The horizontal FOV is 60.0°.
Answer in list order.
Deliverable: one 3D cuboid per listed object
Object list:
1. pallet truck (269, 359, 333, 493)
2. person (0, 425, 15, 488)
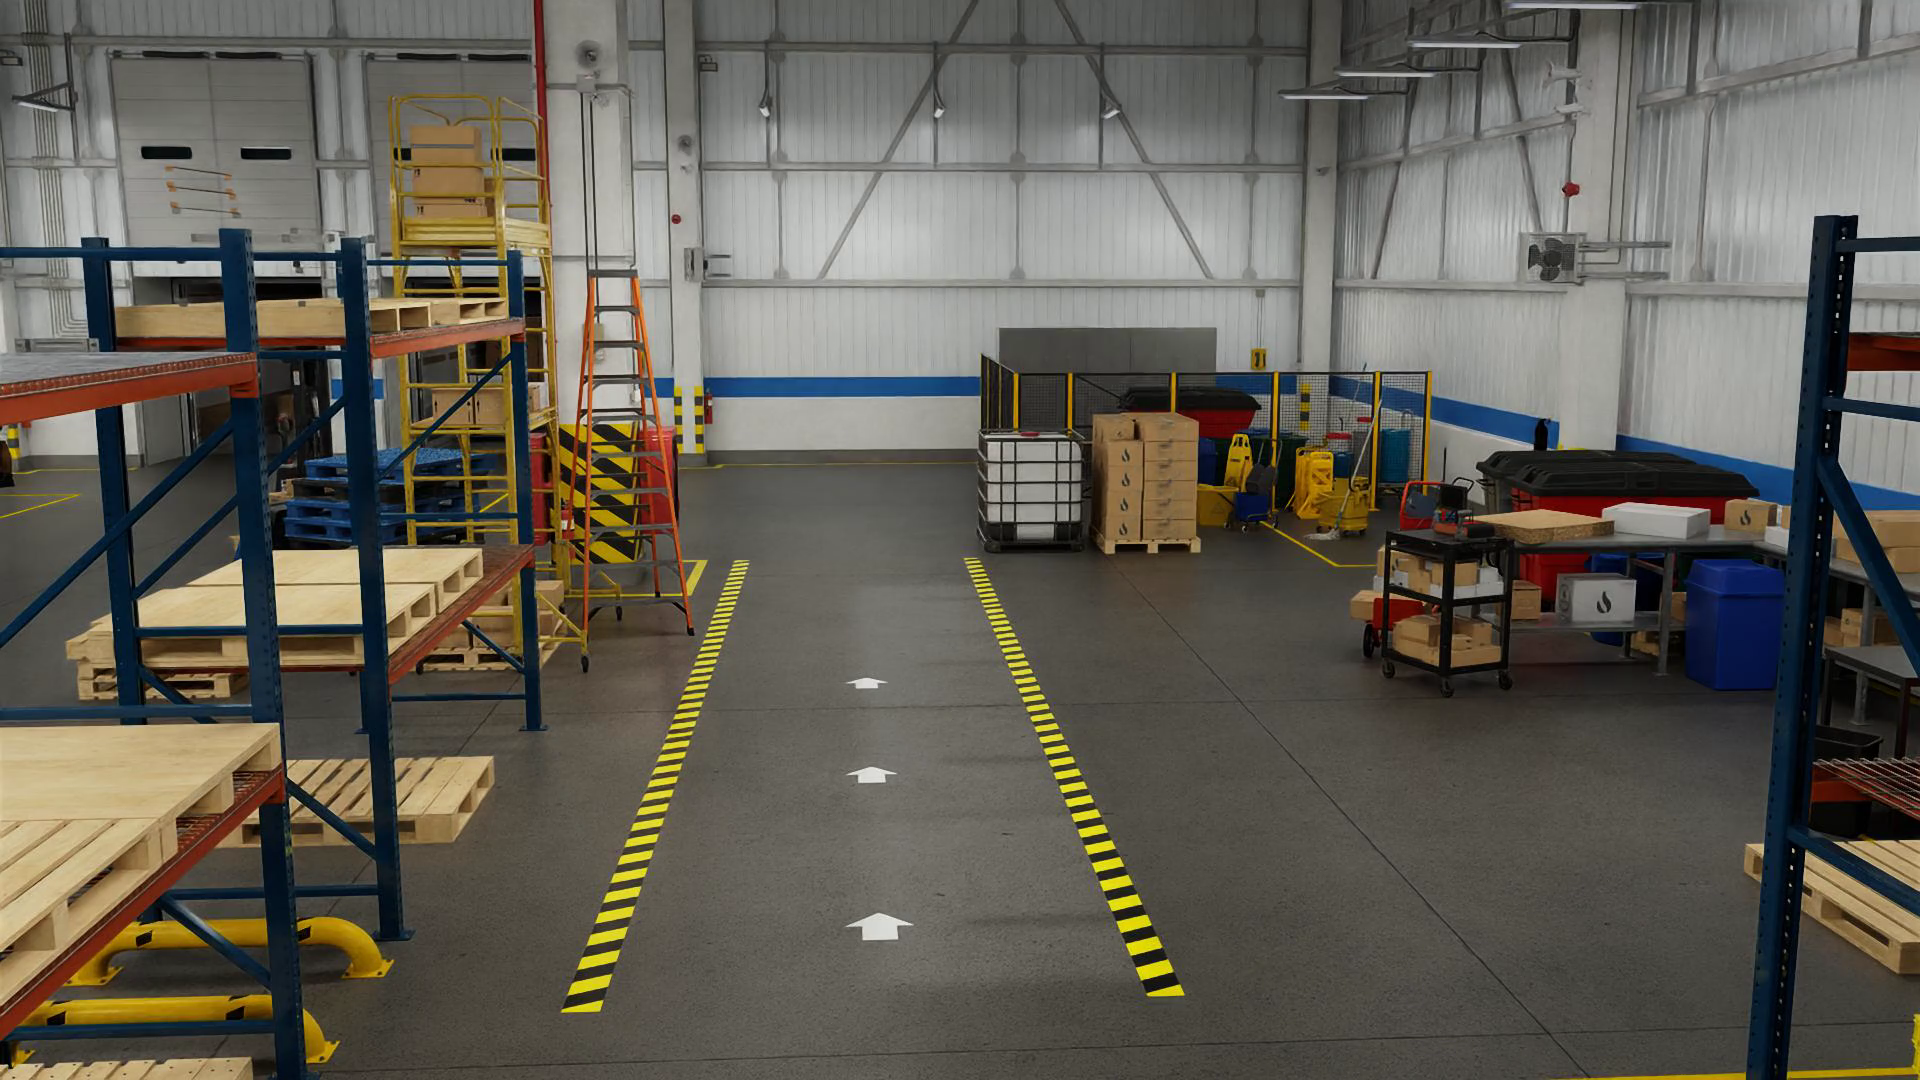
[{"bbox_3d":[-7.062,-1.131,18.996,1.885,1.965,0.823,2,9,13],"label":"pallet truck"},{"bbox_3d":[-13.138,-1.671,22.606,0.389,1.930,0.544,-8,12,-41],"label":"person"}]
